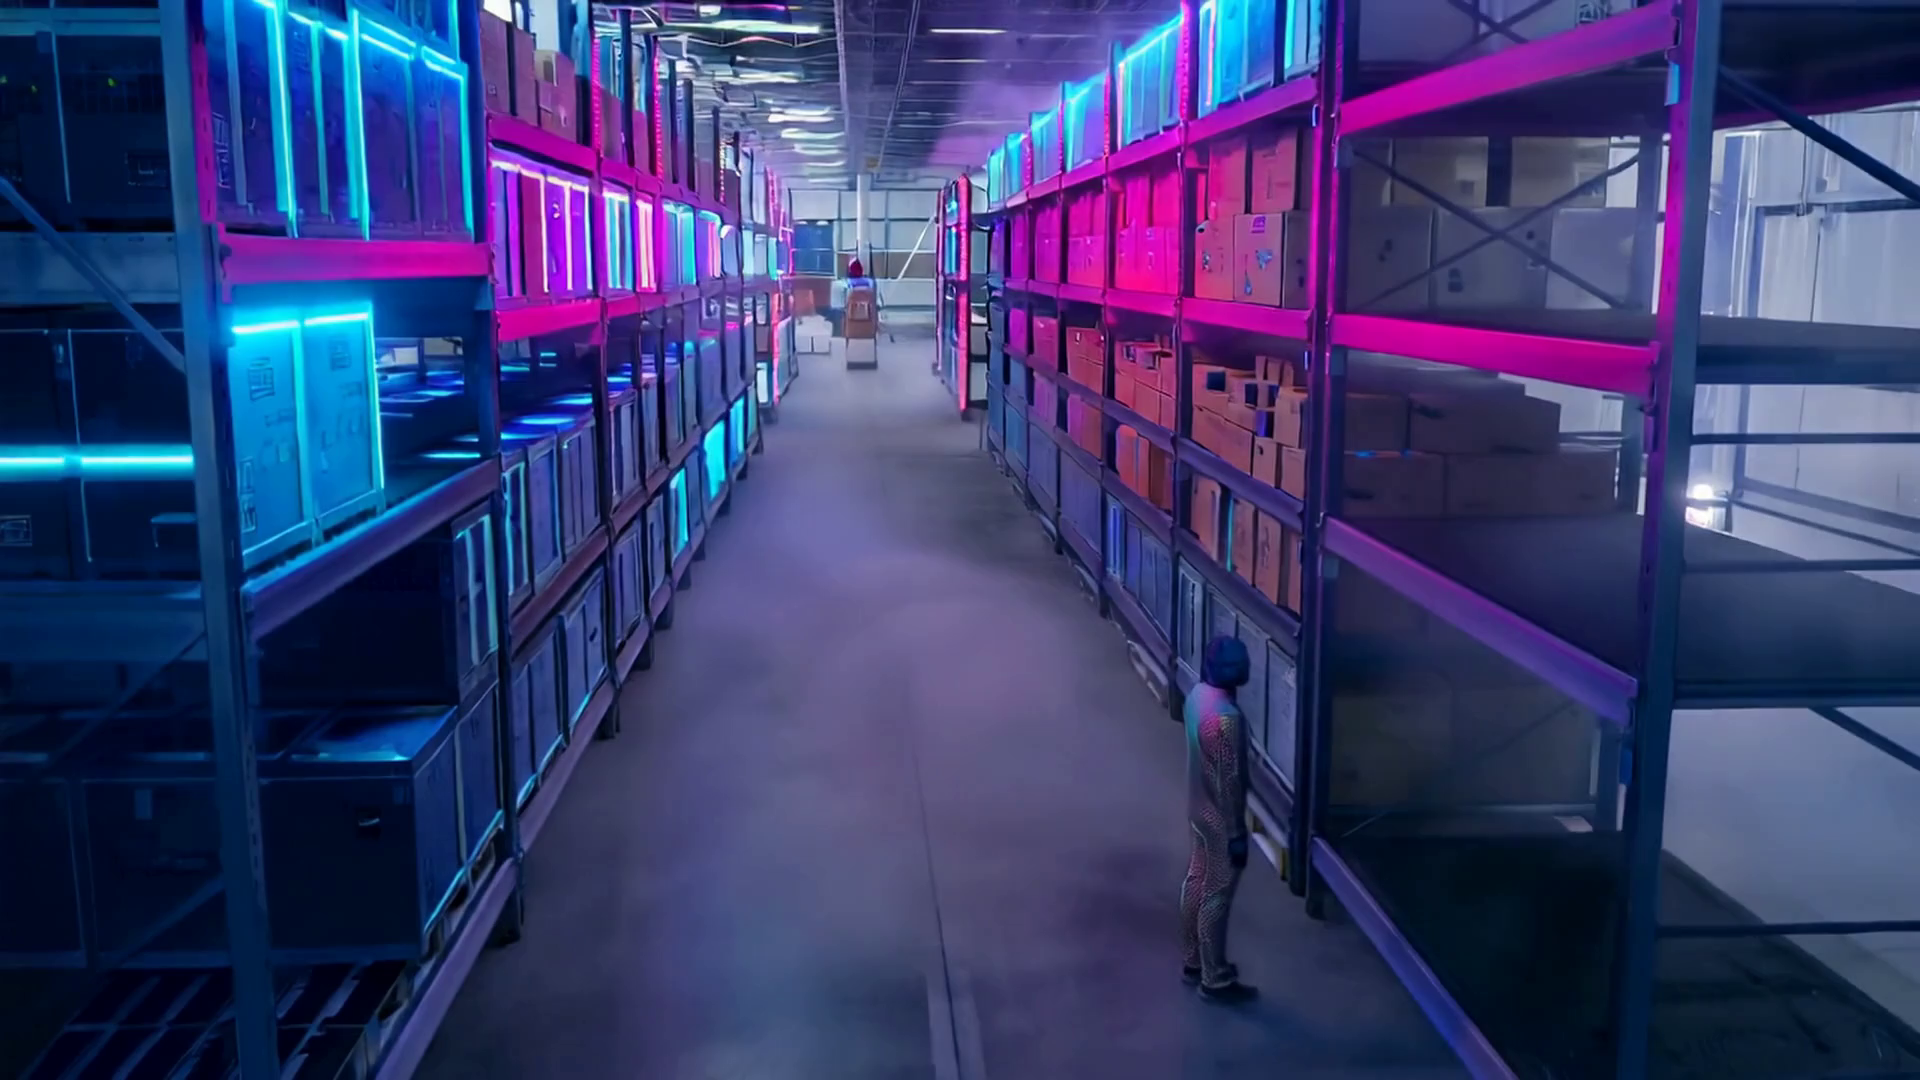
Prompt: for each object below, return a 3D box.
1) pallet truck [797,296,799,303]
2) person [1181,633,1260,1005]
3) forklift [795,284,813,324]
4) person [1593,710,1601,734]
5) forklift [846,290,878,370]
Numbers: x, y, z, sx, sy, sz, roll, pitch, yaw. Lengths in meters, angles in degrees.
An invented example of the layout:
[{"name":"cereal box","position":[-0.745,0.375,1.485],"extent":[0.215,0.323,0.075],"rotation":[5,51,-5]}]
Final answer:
[{"name":"pallet truck","position":[-8.622,-12.439,91.403],"extent":[1.885,1.965,0.823],"rotation":[2,10,13]},{"name":"person","position":[1.353,1.438,8.684],"extent":[0.372,1.940,0.632],"rotation":[-2,10,-10]},{"name":"forklift","position":[-7.292,-10.484,77.093],"extent":[1.129,2.768,1.873],"rotation":[-1,10,-4]},{"name":"person","position":[5.255,0.665,13.366],"extent":[0.579,1.912,0.750],"rotation":[0,10,2]},{"name":"forklift","position":[-3.483,-7.479,59.142],"extent":[1.129,2.768,1.873],"rotation":[-1,10,-4]}]
